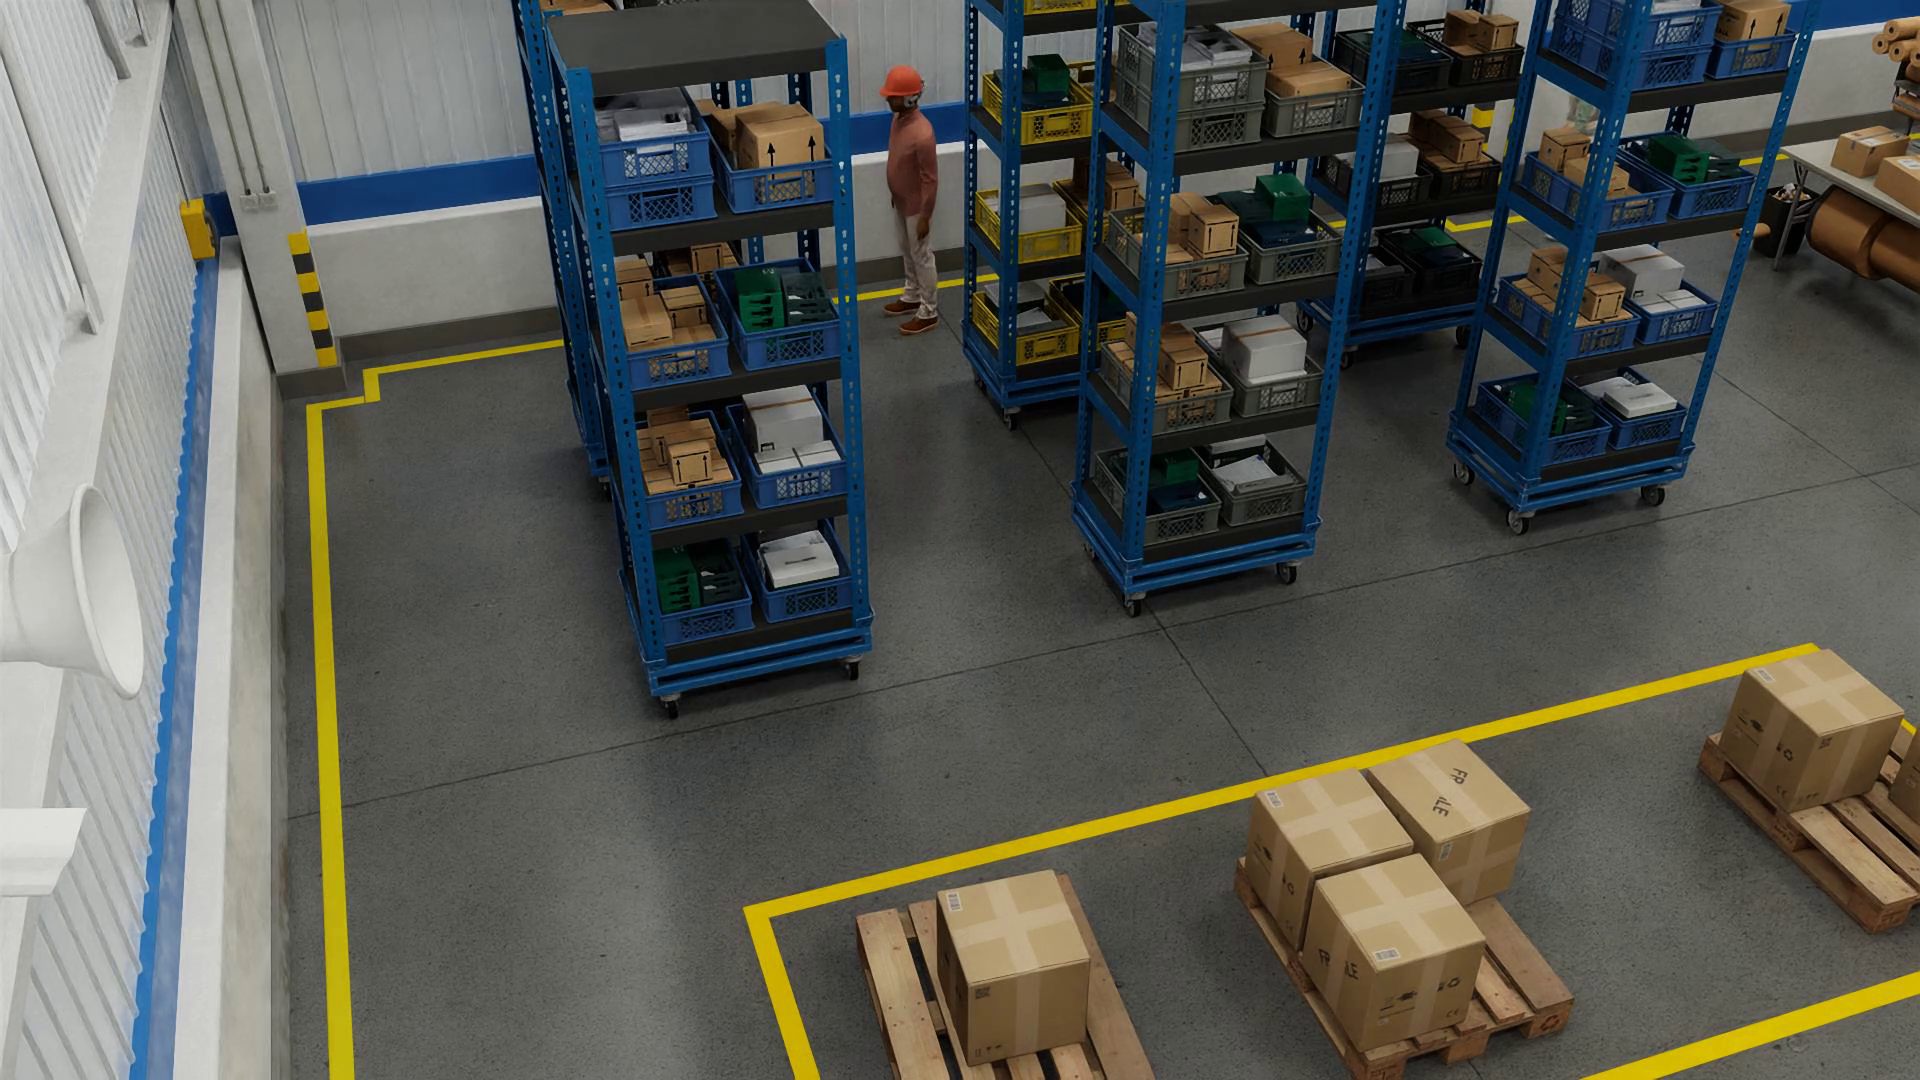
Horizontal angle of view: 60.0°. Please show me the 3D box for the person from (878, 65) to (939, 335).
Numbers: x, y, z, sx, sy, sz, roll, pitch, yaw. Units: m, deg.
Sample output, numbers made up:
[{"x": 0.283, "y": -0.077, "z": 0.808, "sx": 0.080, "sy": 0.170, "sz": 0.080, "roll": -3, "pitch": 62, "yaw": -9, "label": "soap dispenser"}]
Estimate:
[{"x": -0.369, "y": -2.453, "z": 12.025, "sx": 0.397, "sy": 1.992, "sz": 0.621, "roll": -13, "pitch": 37, "yaw": -18, "label": "person"}]

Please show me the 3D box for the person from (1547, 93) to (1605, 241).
[{"x": 5.024, "y": -3.241, "z": 13.456, "sx": 0.325, "sy": 1.629, "sz": 0.529, "roll": 12, "pitch": 37, "yaw": 16, "label": "person"}]
